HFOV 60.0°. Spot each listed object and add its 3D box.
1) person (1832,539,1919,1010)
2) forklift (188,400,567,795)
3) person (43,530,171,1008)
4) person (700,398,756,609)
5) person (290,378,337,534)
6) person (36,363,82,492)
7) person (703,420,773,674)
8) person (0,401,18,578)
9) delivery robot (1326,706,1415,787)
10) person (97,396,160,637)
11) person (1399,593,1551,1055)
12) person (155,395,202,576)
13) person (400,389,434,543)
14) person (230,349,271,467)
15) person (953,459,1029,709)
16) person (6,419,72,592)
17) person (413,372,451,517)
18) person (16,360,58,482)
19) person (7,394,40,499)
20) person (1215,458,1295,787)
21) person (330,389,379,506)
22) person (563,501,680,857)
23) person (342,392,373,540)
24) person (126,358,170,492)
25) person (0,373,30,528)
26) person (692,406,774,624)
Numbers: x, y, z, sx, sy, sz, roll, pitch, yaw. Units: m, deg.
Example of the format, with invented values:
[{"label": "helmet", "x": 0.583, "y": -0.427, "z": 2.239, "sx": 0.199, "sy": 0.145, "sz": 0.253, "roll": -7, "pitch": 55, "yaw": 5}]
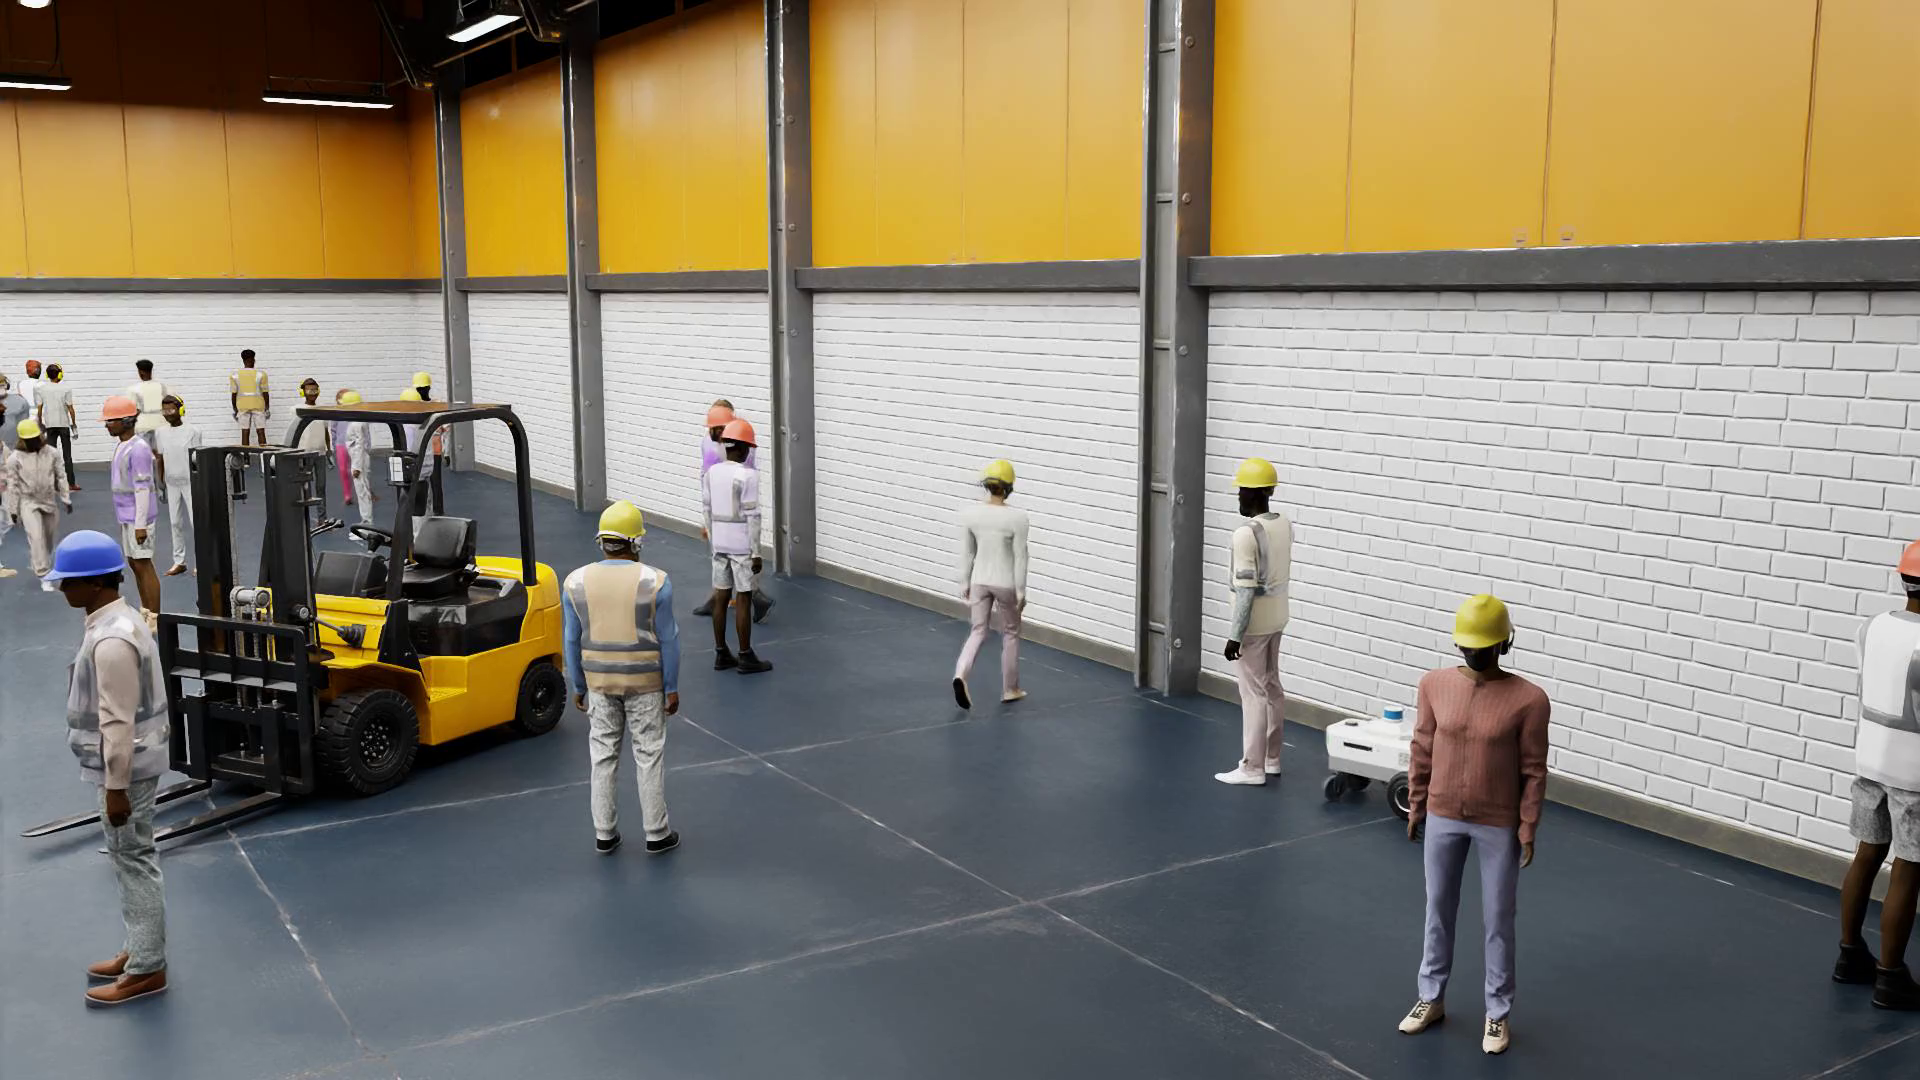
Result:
[{"label": "person", "x": 3.843, "y": 0.932, "z": 6.725, "sx": 0.386, "sy": 1.929, "sz": 0.539, "roll": -2, "pitch": 9, "yaw": -11}, {"label": "forklift", "x": -3.529, "y": 0.258, "z": 10.348, "sx": 1.214, "sy": 2.155, "sz": 2.313, "roll": 4, "pitch": 9, "yaw": 25}, {"label": "person", "x": -3.445, "y": 0.917, "z": 6.788, "sx": 0.418, "sy": 1.939, "sz": 0.615, "roll": -4, "pitch": 9, "yaw": -26}, {"label": "person", "x": -2.124, "y": -0.333, "z": 15.245, "sx": 0.623, "sy": 1.932, "sz": 0.372, "roll": 6, "pitch": 10, "yaw": 33}, {"label": "person", "x": -7.780, "y": -1.016, "z": 20.023, "sx": 0.328, "sy": 1.872, "sz": 0.514, "roll": 7, "pitch": 11, "yaw": 39}, {"label": "person", "x": -13.081, "y": -1.623, "z": 24.121, "sx": 0.532, "sy": 1.868, "sz": 0.310, "roll": -1, "pitch": 9, "yaw": -8}, {"label": "person", "x": -1.691, "y": 0.051, "z": 12.643, "sx": 0.547, "sy": 1.926, "sz": 0.390, "roll": 7, "pitch": 11, "yaw": 39}, {"label": "person", "x": -9.814, "y": -0.518, "z": 16.838, "sx": 0.436, "sy": 1.819, "sz": 0.653, "roll": -4, "pitch": 9, "yaw": -24}, {"label": "delivery robot", "x": 2.424, "y": 1.178, "z": 9.335, "sx": 0.707, "sy": 0.478, "sz": 0.477, "roll": 8, "pitch": 11, "yaw": 42}, {"label": "person", "x": -6.938, "y": -0.190, "z": 13.909, "sx": 0.398, "sy": 2.034, "sz": 0.610, "roll": -7, "pitch": 11, "yaw": -39}, {"label": "person", "x": 1.958, "y": 1.067, "z": 6.351, "sx": 0.522, "sy": 1.764, "sz": 0.318, "roll": 6, "pitch": 10, "yaw": 34}, {"label": "person", "x": -7.932, "y": -0.551, "z": 16.942, "sx": 0.510, "sy": 1.861, "sz": 0.324, "roll": 1, "pitch": 8, "yaw": 3}, {"label": "person", "x": -6.027, "y": -0.753, "z": 18.378, "sx": 0.404, "sy": 1.830, "sz": 0.602, "roll": 1, "pitch": 8, "yaw": 4}, {"label": "person", "x": -11.759, "y": -2.184, "z": 27.588, "sx": 0.605, "sy": 1.962, "sz": 0.373, "roll": -2, "pitch": 9, "yaw": -13}, {"label": "person", "x": 0.212, "y": 0.312, "z": 11.520, "sx": 0.528, "sy": 1.746, "sz": 0.737, "roll": 4, "pitch": 10, "yaw": 28}, {"label": "person", "x": -9.058, "y": -0.364, "z": 16.258, "sx": 0.810, "sy": 1.685, "sz": 0.545, "roll": 7, "pitch": 11, "yaw": 39}, {"label": "person", "x": -6.528, "y": -1.090, "z": 20.328, "sx": 0.587, "sy": 1.928, "sz": 0.381, "roll": -1, "pitch": 9, "yaw": -7}, {"label": "person", "x": -13.878, "y": -1.765, "z": 25.016, "sx": 0.574, "sy": 1.887, "sz": 0.356, "roll": 3, "pitch": 9, "yaw": 17}, {"label": "person", "x": -11.727, "y": -1.006, "z": 20.741, "sx": 0.513, "sy": 1.638, "sz": 0.313, "roll": -5, "pitch": 10, "yaw": -33}, {"label": "person", "x": 1.731, "y": 0.479, "z": 9.754, "sx": 0.368, "sy": 1.927, "sz": 0.589, "roll": 6, "pitch": 10, "yaw": 35}, {"label": "person", "x": -8.317, "y": -1.282, "z": 22.749, "sx": 0.533, "sy": 1.602, "sz": 0.619, "roll": -2, "pitch": 9, "yaw": -14}, {"label": "person", "x": -1.704, "y": 0.713, "z": 8.494, "sx": 0.588, "sy": 1.834, "sz": 0.403, "roll": 1, "pitch": 9, "yaw": 7}, {"label": "person", "x": -7.072, "y": -0.871, "z": 19.499, "sx": 0.305, "sy": 1.736, "sz": 0.484, "roll": -3, "pitch": 9, "yaw": -18}, {"label": "person", "x": -11.664, "y": -1.637, "z": 23.936, "sx": 0.477, "sy": 1.951, "sz": 0.617, "roll": 7, "pitch": 11, "yaw": 38}, {"label": "person", "x": -11.648, "y": -1.081, "z": 20.288, "sx": 0.640, "sy": 1.927, "sz": 0.387, "roll": -8, "pitch": 11, "yaw": -42}, {"label": "person", "x": -1.996, "y": -0.218, "z": 14.545, "sx": 0.871, "sy": 1.913, "sz": 0.551, "roll": 4, "pitch": 9, "yaw": 26}]
